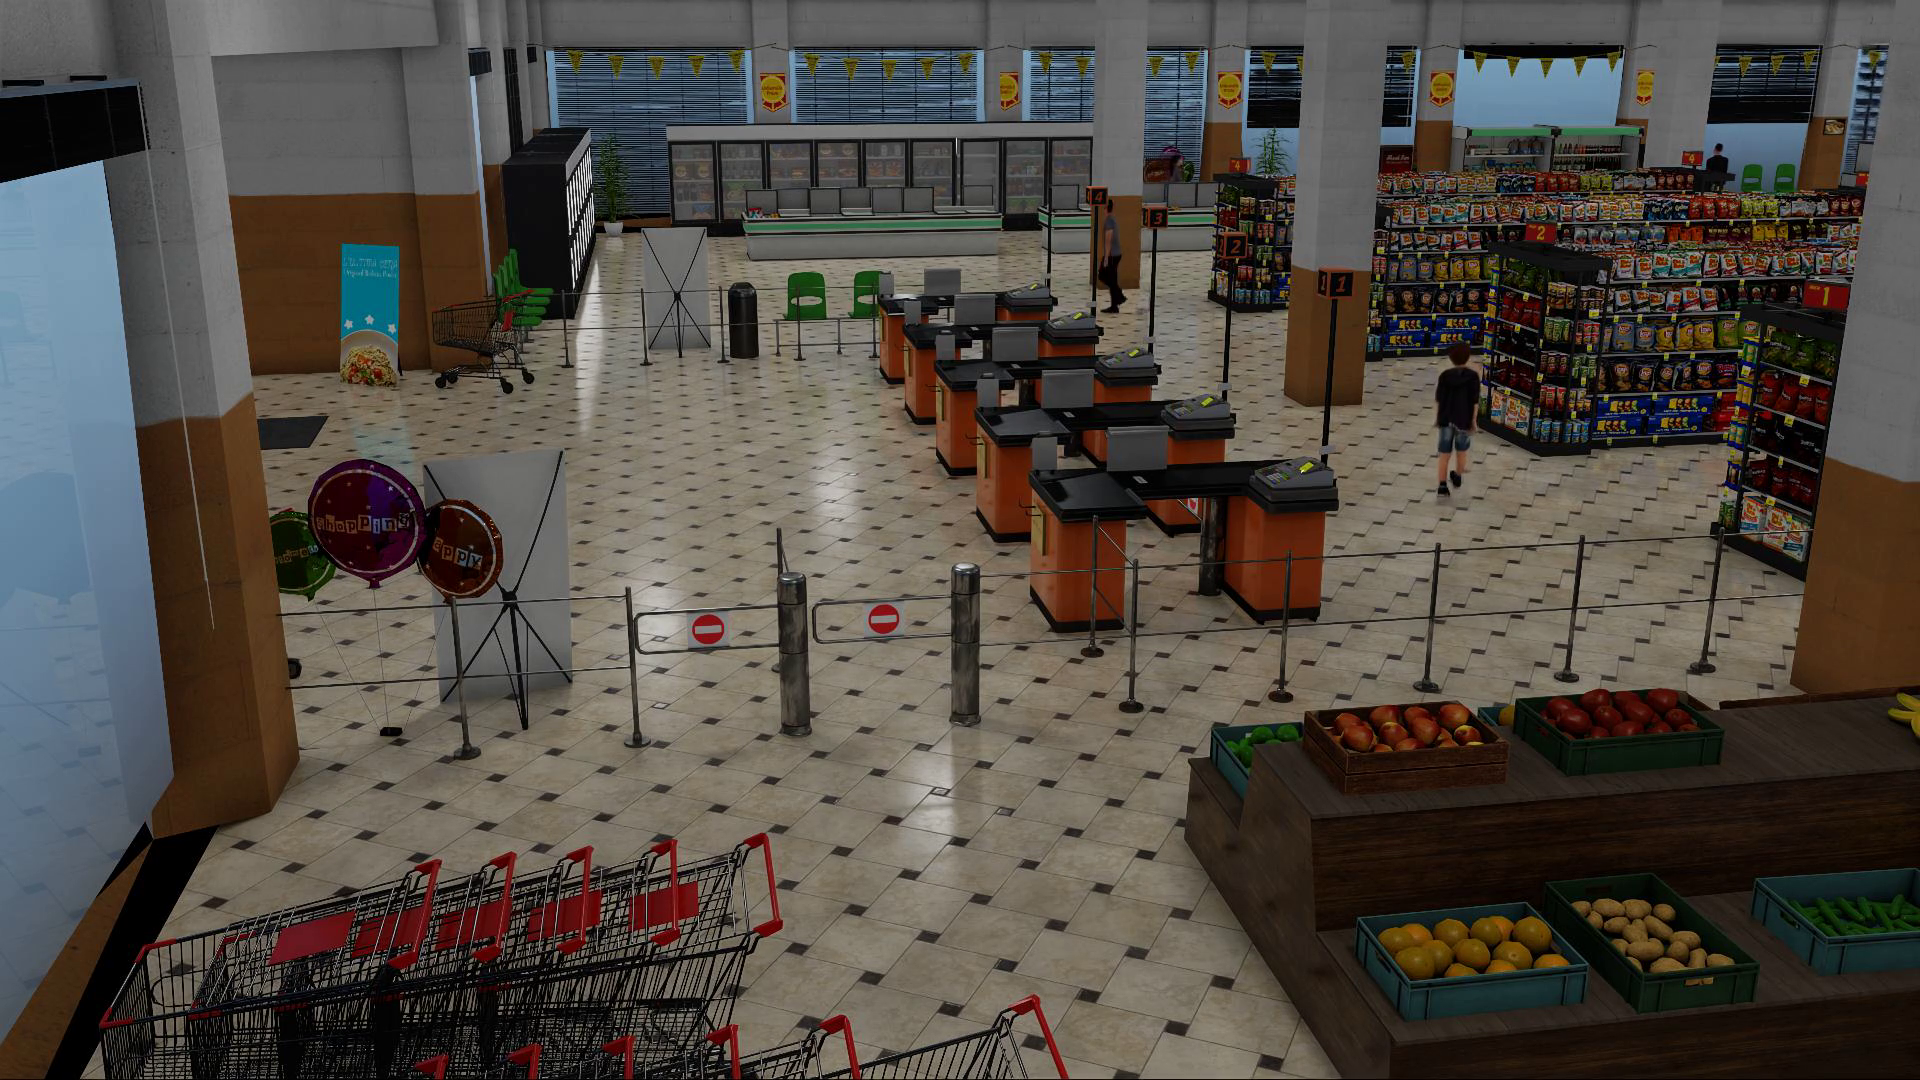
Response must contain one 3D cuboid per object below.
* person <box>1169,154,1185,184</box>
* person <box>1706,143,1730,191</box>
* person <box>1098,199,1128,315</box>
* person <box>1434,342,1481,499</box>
[{"bbox_3d":[4.570,-7.504,36.026,0.726,1.658,0.624,-4,17,-12],"label":"person"},{"bbox_3d":[16.736,-7.866,36.906,0.519,1.839,0.729,-1,17,-4],"label":"person"},{"bbox_3d":[2.402,-4.344,25.482,0.775,1.737,0.707,2,17,5],"label":"person"},{"bbox_3d":[4.531,-1.064,15.235,0.990,1.414,0.910,7,18,23],"label":"person"}]
